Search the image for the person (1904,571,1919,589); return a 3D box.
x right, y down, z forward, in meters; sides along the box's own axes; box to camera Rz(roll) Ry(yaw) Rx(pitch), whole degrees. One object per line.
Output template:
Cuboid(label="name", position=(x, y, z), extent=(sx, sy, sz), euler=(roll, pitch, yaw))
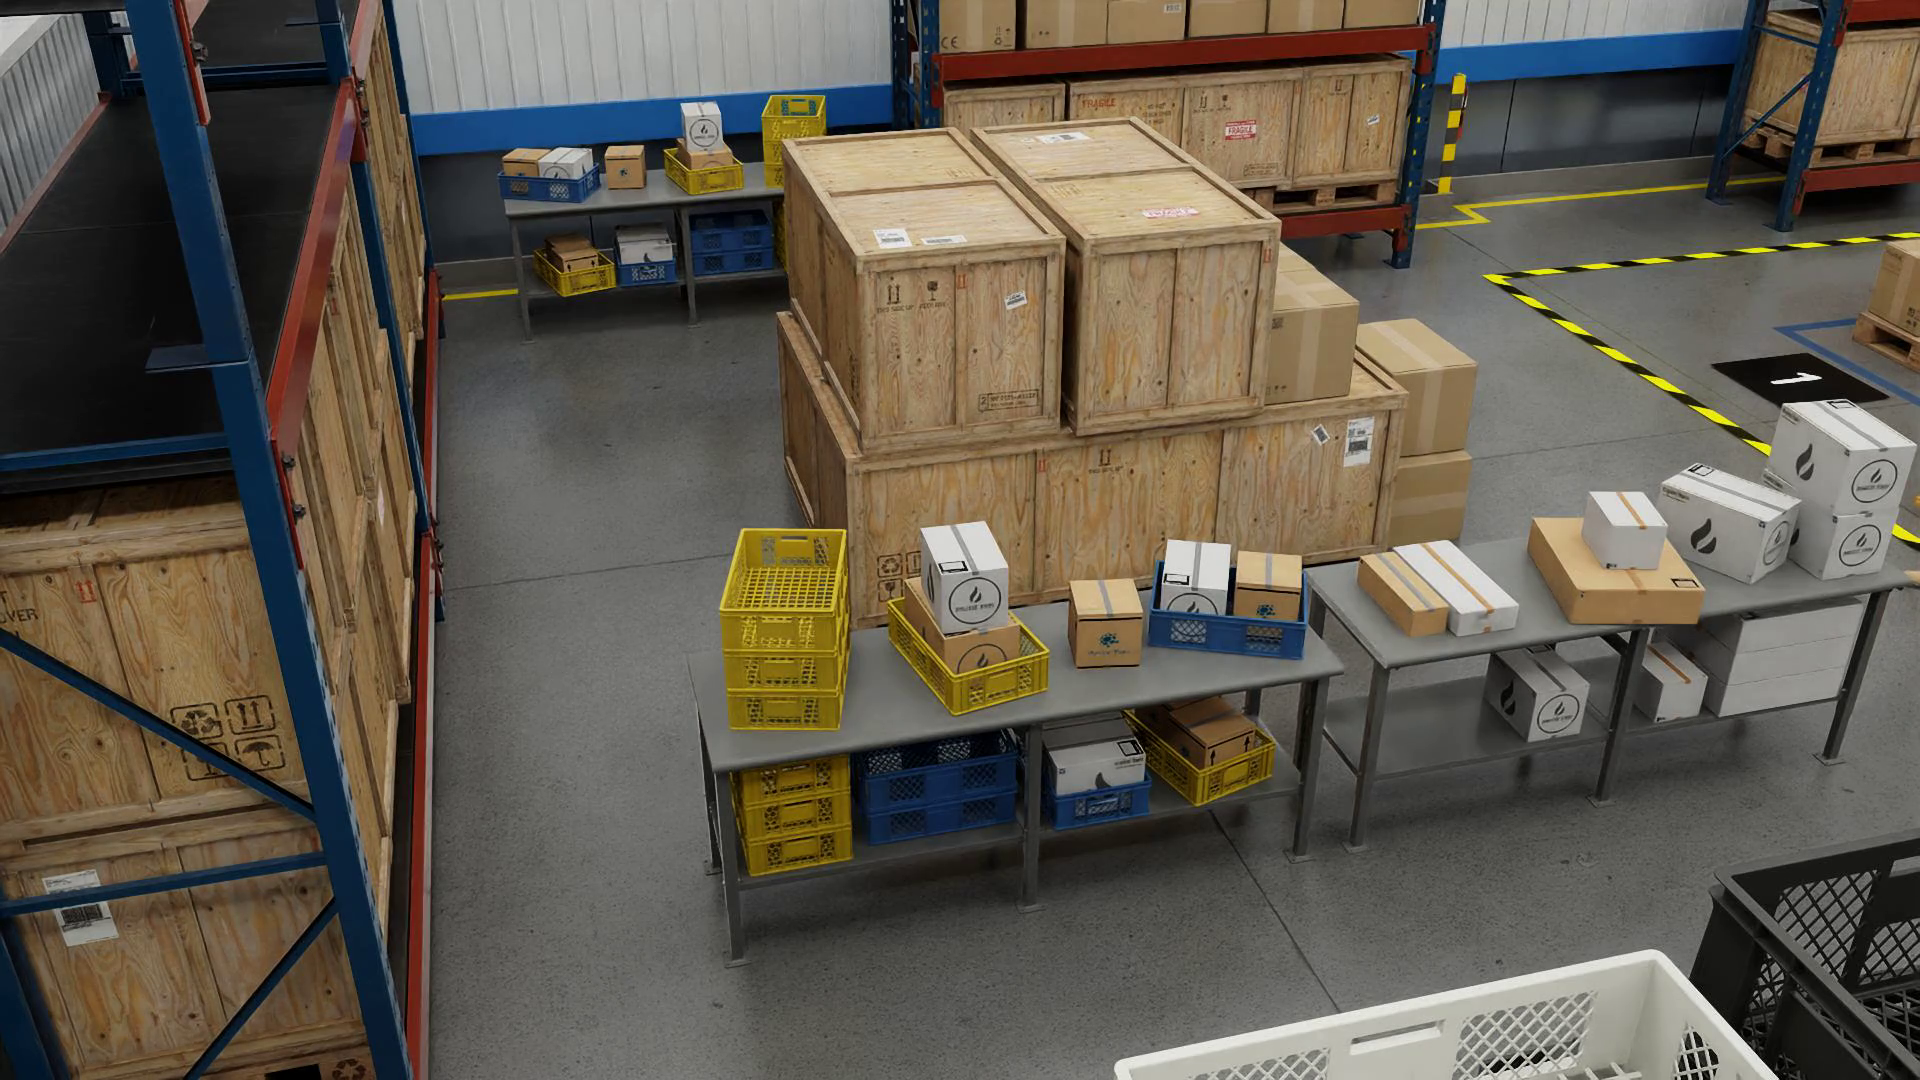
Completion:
Cuboid(label="person", position=(5.216, -0.559, 8.291), extent=(0.366, 2.048, 0.606), euler=(1, 29, 2))

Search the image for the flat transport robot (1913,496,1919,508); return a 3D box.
Cuboid(label="flat transport robot", position=(6.293, -0.217, 9.482), extent=(1.431, 0.197, 0.652), euler=(-7, 30, -13))
